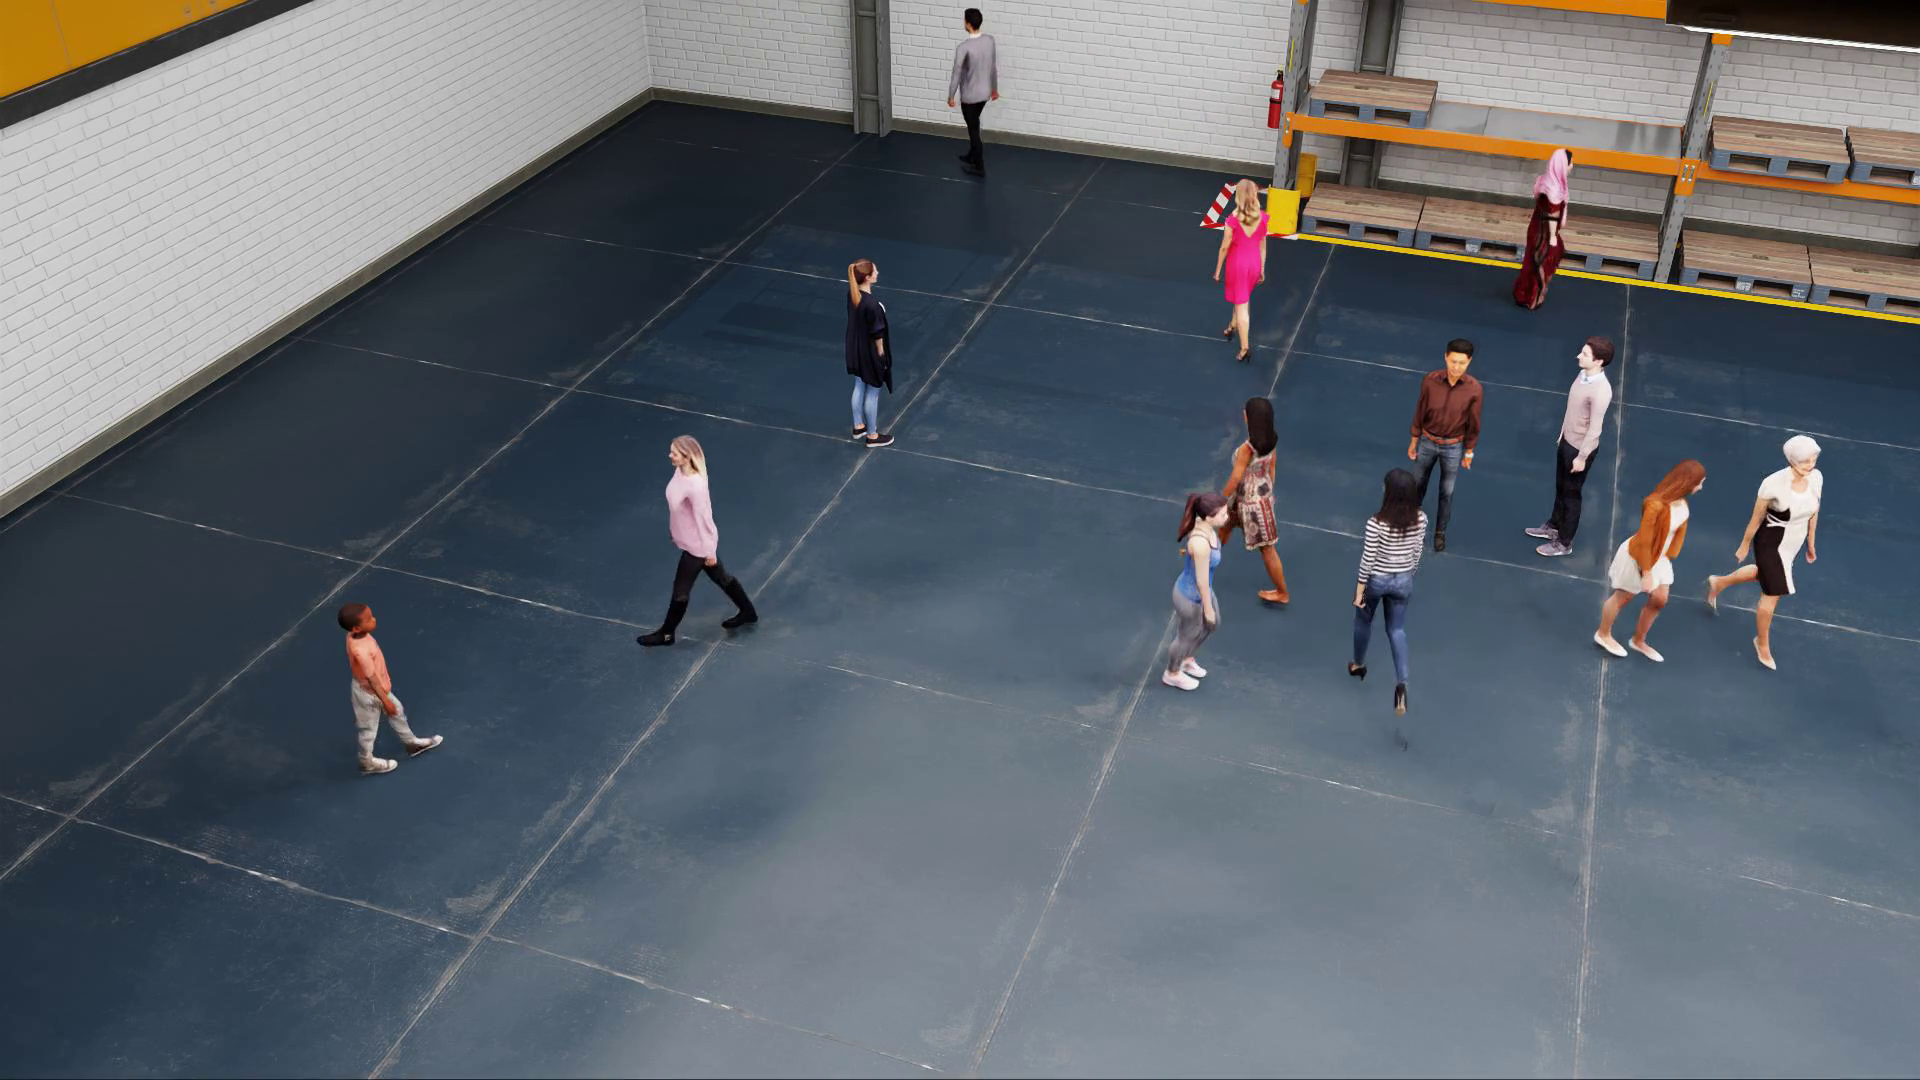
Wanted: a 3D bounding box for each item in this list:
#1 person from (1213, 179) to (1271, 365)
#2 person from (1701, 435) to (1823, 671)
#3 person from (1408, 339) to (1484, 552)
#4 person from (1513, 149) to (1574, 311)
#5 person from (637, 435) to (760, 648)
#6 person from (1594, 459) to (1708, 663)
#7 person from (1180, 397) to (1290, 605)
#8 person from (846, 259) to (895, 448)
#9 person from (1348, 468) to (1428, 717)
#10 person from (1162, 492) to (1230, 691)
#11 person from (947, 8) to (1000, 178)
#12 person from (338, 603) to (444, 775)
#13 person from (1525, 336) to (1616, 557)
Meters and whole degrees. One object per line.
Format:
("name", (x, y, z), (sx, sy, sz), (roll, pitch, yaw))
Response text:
("person", (2.627, -2.417, 15.184), (0.918, 1.703, 0.937), (-10, 35, -14))
("person", (5.588, 0.002, 11.534), (1.084, 1.714, 1.121), (-14, 36, -19))
("person", (3.645, -0.736, 12.590), (0.471, 1.775, 0.722), (15, 36, 21))
("person", (5.605, -3.021, 16.161), (0.624, 1.628, 0.632), (12, 35, 17))
("person", (-1.746, 0.004, 11.596), (1.179, 1.642, 1.052), (-11, 35, -15))
("person", (4.631, 0.090, 11.434), (0.806, 1.678, 0.864), (-26, 41, -33))
("person", (2.182, -0.230, 12.001), (1.200, 1.583, 0.765), (19, 38, 26))
("person", (-0.786, -1.576, 13.936), (0.782, 1.684, 0.690), (-20, 39, -27))
("person", (2.841, 0.364, 10.936), (1.059, 1.773, 0.982), (-6, 34, -9))
("person", (1.497, 0.349, 11.121), (0.595, 1.595, 0.600), (9, 35, 13))
("person", (0.231, -5.085, 19.014), (1.009, 1.906, 0.961), (29, 43, 36))
("person", (-3.782, 0.953, 10.484), (0.851, 1.293, 0.759), (-10, 35, -15))
("person", (4.646, -0.715, 12.526), (0.663, 1.809, 0.691), (1, 34, 1))
